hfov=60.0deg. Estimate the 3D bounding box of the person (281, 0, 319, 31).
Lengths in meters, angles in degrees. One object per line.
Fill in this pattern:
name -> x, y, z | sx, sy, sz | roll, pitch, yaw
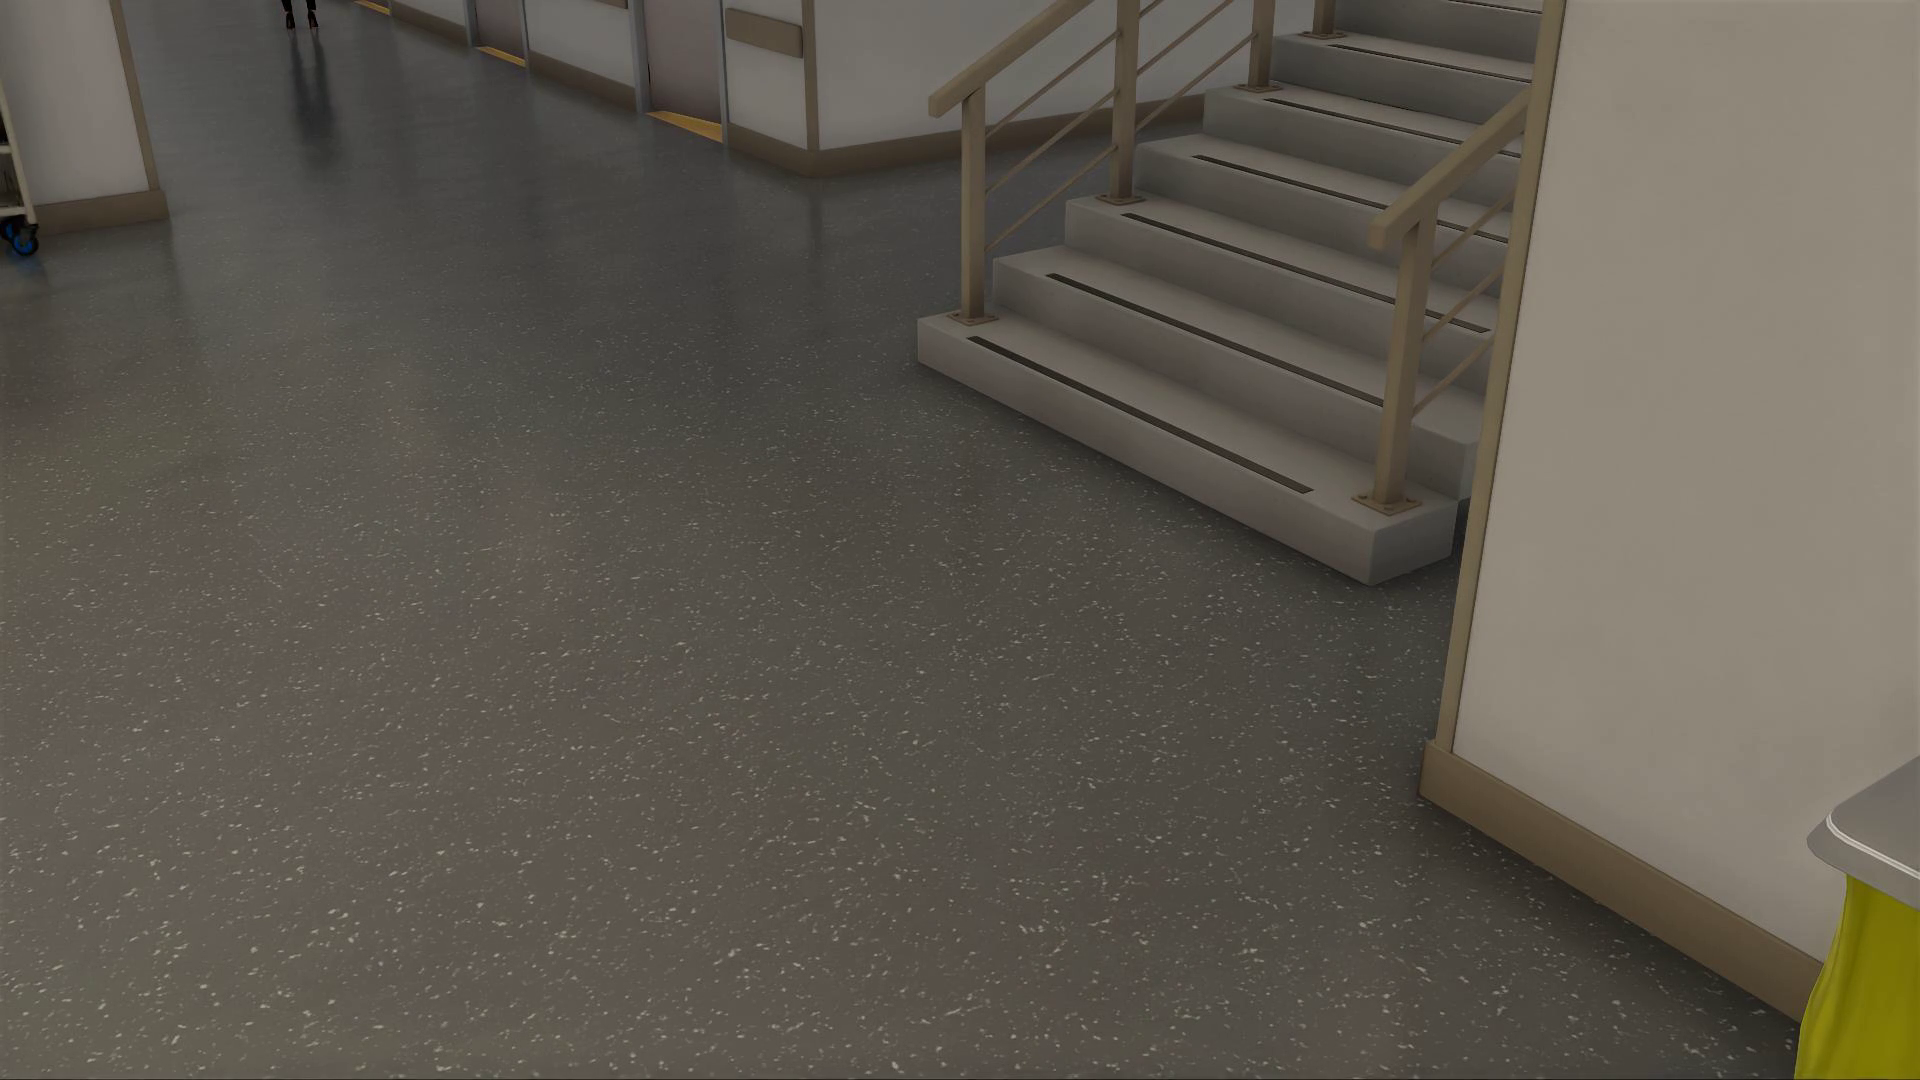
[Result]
person -> -6.201, -5.588, 15.261 | 0.504, 1.711, 0.678 | -9, 27, -18
